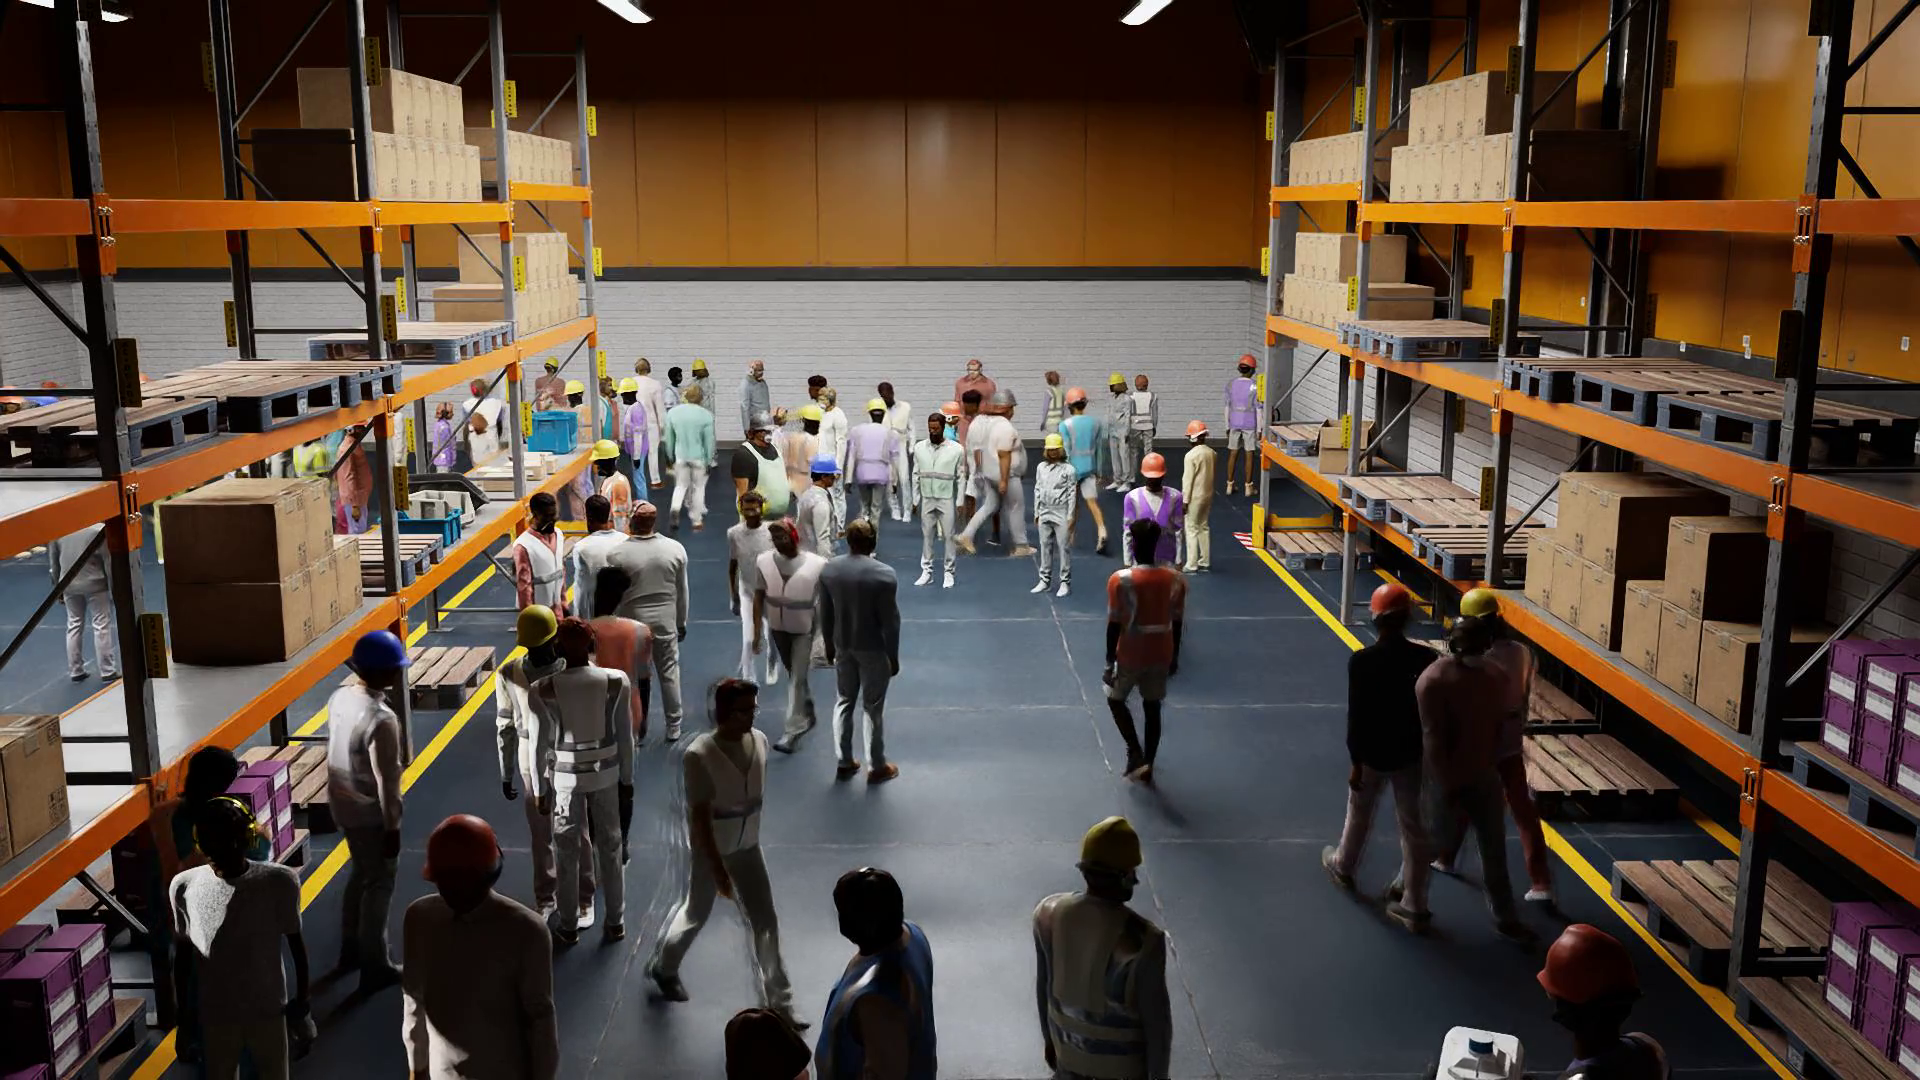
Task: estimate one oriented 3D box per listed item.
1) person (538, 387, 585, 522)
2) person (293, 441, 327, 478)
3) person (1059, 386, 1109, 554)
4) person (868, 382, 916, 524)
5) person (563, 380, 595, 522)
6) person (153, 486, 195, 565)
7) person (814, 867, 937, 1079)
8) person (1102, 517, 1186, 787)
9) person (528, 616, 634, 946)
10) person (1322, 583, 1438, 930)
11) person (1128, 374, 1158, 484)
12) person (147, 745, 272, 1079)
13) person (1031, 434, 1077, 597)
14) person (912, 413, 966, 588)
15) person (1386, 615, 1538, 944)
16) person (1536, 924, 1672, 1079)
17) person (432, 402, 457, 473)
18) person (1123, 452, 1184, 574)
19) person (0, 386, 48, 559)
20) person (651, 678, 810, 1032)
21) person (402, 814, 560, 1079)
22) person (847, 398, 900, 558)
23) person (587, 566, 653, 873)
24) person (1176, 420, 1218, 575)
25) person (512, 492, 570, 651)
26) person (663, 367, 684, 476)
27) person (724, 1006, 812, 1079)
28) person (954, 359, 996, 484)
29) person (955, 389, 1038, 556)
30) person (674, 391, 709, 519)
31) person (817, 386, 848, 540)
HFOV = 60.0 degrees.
[{"bbox_3d":[-5.141,-1.012,21.138,0.737,1.865,0.660,1,11,5],"label":"person"},{"bbox_3d":[-7.621,-0.579,19.417,0.553,1.675,0.571,7,13,30],"label":"person"},{"bbox_3d":[1.485,-0.836,19.943,0.619,2.006,0.987,-6,13,-26],"label":"person"},{"bbox_3d":[-0.880,-1.140,21.795,0.627,1.861,0.811,-1,11,-3],"label":"person"},{"bbox_3d":[-4.918,-1.104,21.502,0.398,1.912,0.592,2,12,12],"label":"person"},{"bbox_3d":[-9.187,-0.671,19.304,0.585,1.921,0.396,-3,12,-15],"label":"person"},{"bbox_3d":[-0.299,2.038,5.932,0.430,1.838,0.619,1,11,5],"label":"person"},{"bbox_3d":[1.286,0.804,11.815,0.641,1.951,0.419,-4,12,-20],"label":"person"},{"bbox_3d":[-2.106,1.345,9.303,0.575,1.880,0.358,-4,12,-18],"label":"person"},{"bbox_3d":[2.496,1.220,9.768,0.630,1.933,1.021,-3,12,-14],"label":"person"},{"bbox_3d":[2.716,-1.661,24.969,0.516,1.641,0.308,-1,11,-7],"label":"person"},{"bbox_3d":[-3.177,1.771,7.163,0.682,1.885,0.375,5,12,24],"label":"person"},{"bbox_3d":[0.996,-0.267,17.719,0.493,1.743,0.303,8,14,33],"label":"person"},{"bbox_3d":[-0.235,-0.439,18.139,0.600,1.917,0.376,4,12,18],"label":"person"},{"bbox_3d":[2.849,1.325,9.407,0.632,1.899,0.814,-5,12,-22],"label":"person"},{"bbox_3d":[1.838,2.127,4.965,0.389,2.039,0.613,11,16,43],"label":"person"},{"bbox_3d":[-6.676,-0.981,21.585,0.313,1.631,0.524,-6,13,-27],"label":"person"},{"bbox_3d":[1.764,0.150,15.183,0.549,1.925,0.384,0,11,-1],"label":"person"},{"bbox_3d":[-11.132,-0.805,19.660,0.375,2.042,0.615,1,11,5],"label":"person"},{"bbox_3d":[-1.211,1.556,8.460,0.978,1.802,0.565,10,15,40],"label":"person"},{"bbox_3d":[-1.757,1.936,6.074,0.619,1.986,0.410,3,12,17],"label":"person"},{"bbox_3d":[-1.009,-0.730,19.690,0.614,1.875,0.675,2,11,8],"label":"person"},{"bbox_3d":[-2.258,1.133,10.257,0.811,1.924,0.382,-9,14,-38],"label":"person"},{"bbox_3d":[2.673,-0.485,18.822,0.348,1.740,0.574,9,15,39],"label":"person"},{"bbox_3d":[-3.318,0.553,13.203,0.396,1.908,0.599,3,12,17],"label":"person"},{"bbox_3d":[-4.416,-1.842,25.757,0.321,1.690,0.537,3,12,13],"label":"person"},{"bbox_3d":[-0.596,2.257,5.338,0.278,1.633,0.498,2,11,8],"label":"person"},{"bbox_3d":[0.203,-1.747,24.748,0.637,1.903,0.406,2,12,12],"label":"person"},{"bbox_3d":[0.431,-0.810,19.693,0.932,2.000,0.685,-4,12,-21],"label":"person"},{"bbox_3d":[-3.570,-1.132,22.108,0.494,1.728,0.369,-5,12,-24],"label":"person"},{"bbox_3d":[-1.617,-0.957,20.702,0.373,1.936,0.629,-7,13,-31],"label":"person"}]
